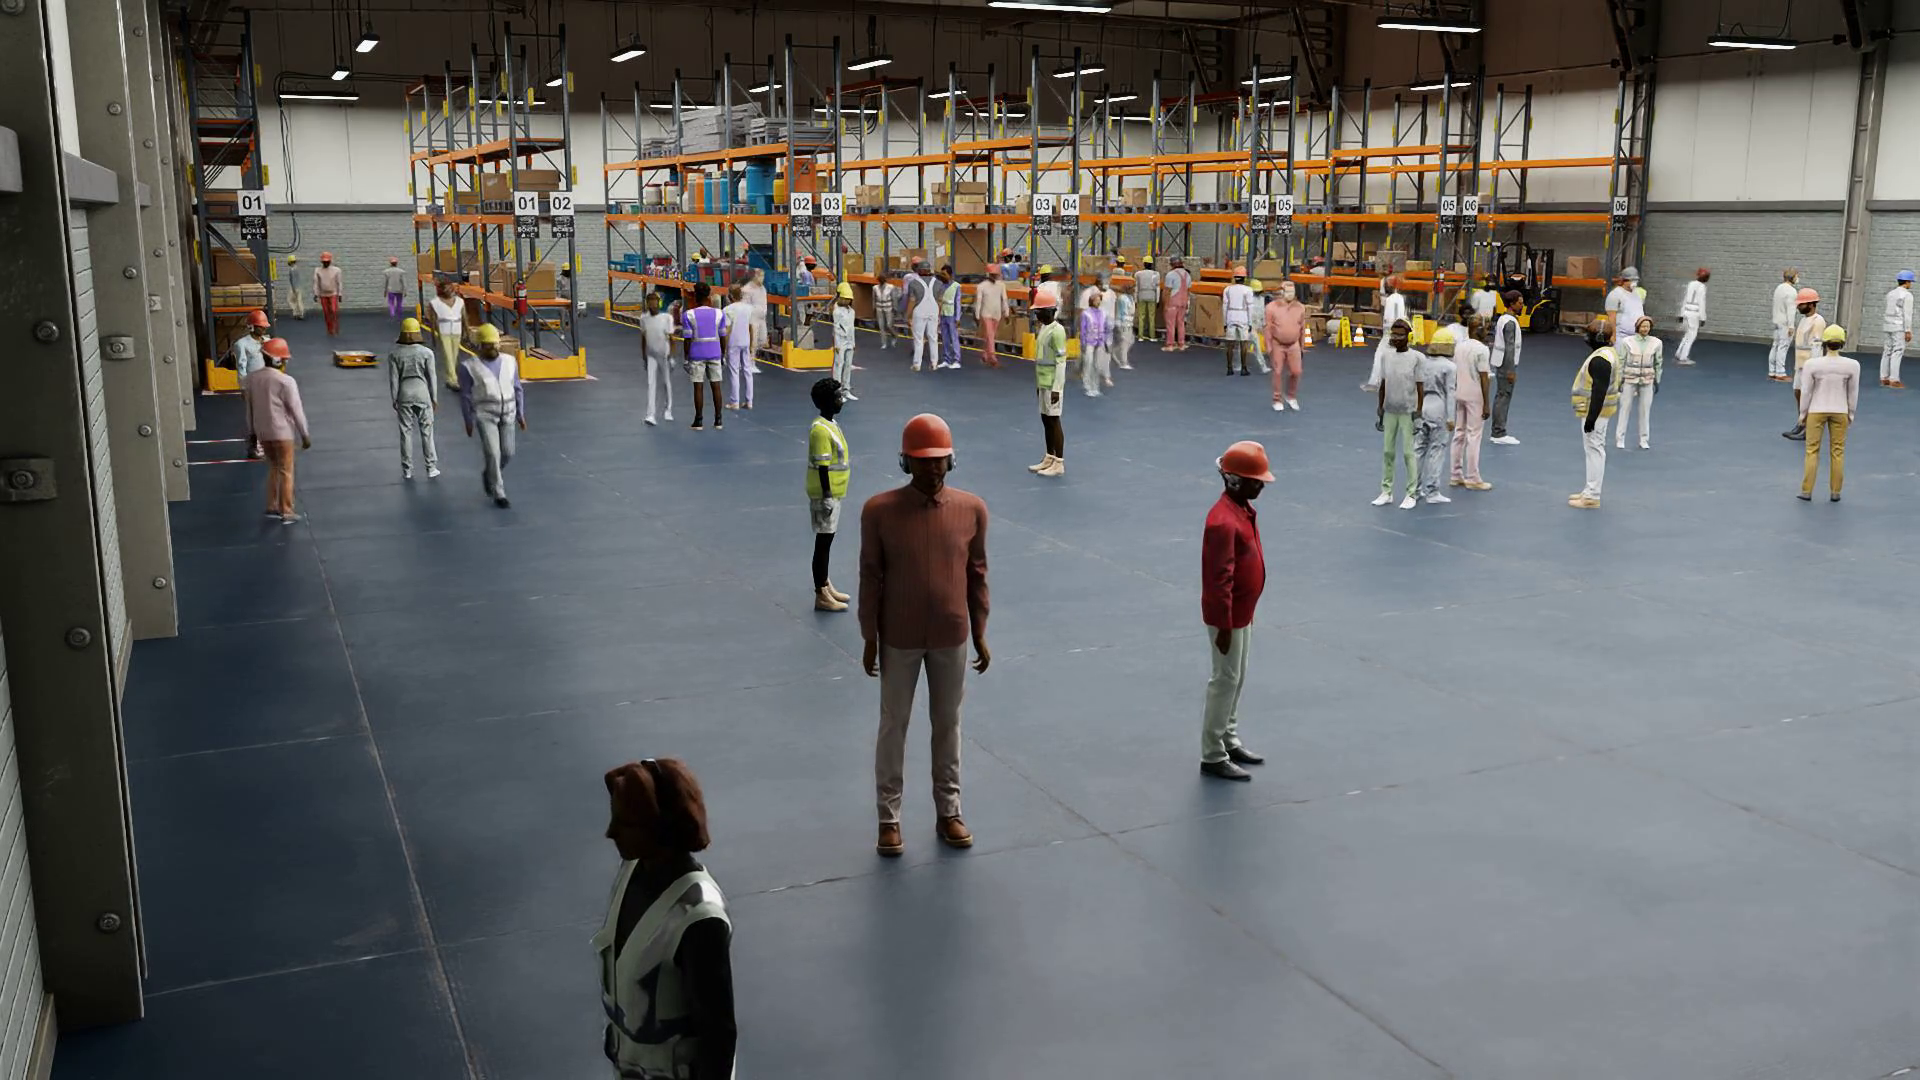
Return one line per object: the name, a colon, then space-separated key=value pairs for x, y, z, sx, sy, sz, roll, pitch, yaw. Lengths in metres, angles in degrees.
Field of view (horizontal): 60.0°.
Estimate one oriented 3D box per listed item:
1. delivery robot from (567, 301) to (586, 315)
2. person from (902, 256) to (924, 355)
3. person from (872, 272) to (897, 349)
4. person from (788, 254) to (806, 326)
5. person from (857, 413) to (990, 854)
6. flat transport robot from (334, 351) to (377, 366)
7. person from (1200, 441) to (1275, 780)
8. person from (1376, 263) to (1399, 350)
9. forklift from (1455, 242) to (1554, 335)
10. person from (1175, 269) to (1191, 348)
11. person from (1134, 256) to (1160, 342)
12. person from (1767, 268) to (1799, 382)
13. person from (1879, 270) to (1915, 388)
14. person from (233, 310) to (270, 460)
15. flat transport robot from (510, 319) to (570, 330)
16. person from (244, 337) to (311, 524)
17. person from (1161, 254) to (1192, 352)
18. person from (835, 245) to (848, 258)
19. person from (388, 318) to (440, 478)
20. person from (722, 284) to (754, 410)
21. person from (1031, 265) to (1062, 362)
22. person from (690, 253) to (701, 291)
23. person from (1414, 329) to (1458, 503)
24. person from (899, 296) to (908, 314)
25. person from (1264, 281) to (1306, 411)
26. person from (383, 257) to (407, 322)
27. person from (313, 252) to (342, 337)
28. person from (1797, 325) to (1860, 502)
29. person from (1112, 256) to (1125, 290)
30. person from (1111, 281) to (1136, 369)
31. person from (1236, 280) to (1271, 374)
delivery robot: x=-10.637 y=-6.432 z=45.768 sx=0.477 sy=0.478 sz=0.707 roll=6 pitch=12 yaw=28
person: x=-0.860 y=-4.689 z=33.406 sx=0.622 sy=2.021 sz=0.452 roll=-2 pitch=11 yaw=-8
person: x=-1.605 y=-4.878 z=35.370 sx=0.539 sy=1.621 sz=0.424 roll=4 pitch=12 yaw=18
person: x=-3.895 y=-5.834 z=39.527 sx=0.651 sy=1.905 sz=0.409 roll=11 pitch=15 yaw=44
person: x=-0.156 y=0.428 z=7.498 sx=0.608 sy=1.985 sz=0.395 roll=-3 pitch=12 yaw=-15
flat transport robot: x=-11.509 y=-3.461 z=31.632 sx=0.652 sy=0.197 sz=1.431 roll=-5 pitch=12 yaw=-24
person: x=1.415 y=0.355 z=8.498 sx=0.351 sy=1.739 sz=0.573 roll=4 pitch=12 yaw=19
person: x=8.963 y=-4.854 z=34.738 sx=0.390 sy=1.837 sz=0.560 roll=-4 pitch=12 yaw=-17
forklift: x=13.047 y=-6.049 z=39.881 sx=2.313 sy=2.155 sz=1.214 roll=-5 pitch=12 yaw=-23
person: x=4.751 y=-4.933 z=35.510 sx=0.320 sy=1.687 sz=0.539 roll=-2 pitch=11 yaw=-10
person: x=4.177 y=-5.378 z=37.168 sx=0.587 sy=1.922 sz=0.383 roll=3 pitch=11 yaw=14
person: x=14.129 y=-3.681 z=28.497 sx=0.355 sy=1.938 sz=0.636 roll=1 pitch=11 yaw=3
person: x=15.504 y=-3.479 z=27.486 sx=0.419 sy=1.939 sz=0.612 roll=-1 pitch=11 yaw=-3
person: x=-8.209 y=-1.816 z=19.522 sx=0.349 sy=1.744 sz=0.564 roll=6 pitch=12 yaw=26
flat transport robot: x=-10.425 y=-5.362 z=41.293 sx=1.431 sy=0.197 sz=0.652 roll=6 pitch=13 yaw=29
person: x=-6.311 y=-1.016 z=15.466 sx=0.569 sy=1.731 sz=0.440 roll=5 pitch=12 yaw=23
person: x=4.482 y=-4.956 z=34.720 sx=0.686 sy=2.000 sz=0.537 roll=-9 pitch=14 yaw=-38
person: x=-3.603 y=-8.198 z=51.633 sx=0.567 sy=1.878 sz=0.360 roll=5 pitch=12 yaw=25
person: x=-5.957 y=-1.550 z=18.165 sx=0.493 sy=1.743 sz=0.295 roll=-2 pitch=11 yaw=-11
person: x=-3.257 y=-2.819 z=24.372 sx=0.504 sy=1.840 sz=0.345 roll=-8 pitch=14 yaw=-37
person: x=1.563 y=-4.255 z=31.512 sx=0.855 sy=1.893 sz=0.620 roll=10 pitch=15 yaw=41
person: x=-7.423 y=-7.181 z=46.752 sx=0.335 sy=1.757 sz=0.518 roll=6 pitch=12 yaw=27
person: x=4.767 y=-1.244 z=16.662 sx=0.374 sy=1.733 sz=0.498 roll=-6 pitch=13 yaw=-27
person: x=-1.565 y=-7.307 z=47.366 sx=0.311 sy=1.768 sz=0.531 roll=-2 pitch=11 yaw=-12
person: x=4.737 y=-2.805 z=24.193 sx=0.646 sy=1.891 sz=0.503 roll=-1 pitch=11 yaw=-5
person: x=-14.866 y=-6.587 z=43.779 sx=0.586 sy=1.729 sz=0.526 roll=-4 pitch=12 yaw=-20
person: x=-14.738 y=-5.703 z=38.716 sx=0.605 sy=1.954 sz=0.854 roll=-2 pitch=11 yaw=-8
person: x=8.680 y=-1.264 z=16.651 sx=0.525 sy=1.772 sz=0.309 roll=3 pitch=12 yaw=16
person: x=4.161 y=-6.543 z=43.514 sx=0.350 sy=1.758 sz=0.522 roll=-6 pitch=12 yaw=-26
person: x=3.038 y=-3.976 z=30.802 sx=0.425 sy=1.624 sz=0.539 roll=6 pitch=13 yaw=29
person: x=5.298 y=-3.846 z=30.008 sx=0.882 sy=1.672 sz=0.484 roll=10 pitch=15 yaw=42
